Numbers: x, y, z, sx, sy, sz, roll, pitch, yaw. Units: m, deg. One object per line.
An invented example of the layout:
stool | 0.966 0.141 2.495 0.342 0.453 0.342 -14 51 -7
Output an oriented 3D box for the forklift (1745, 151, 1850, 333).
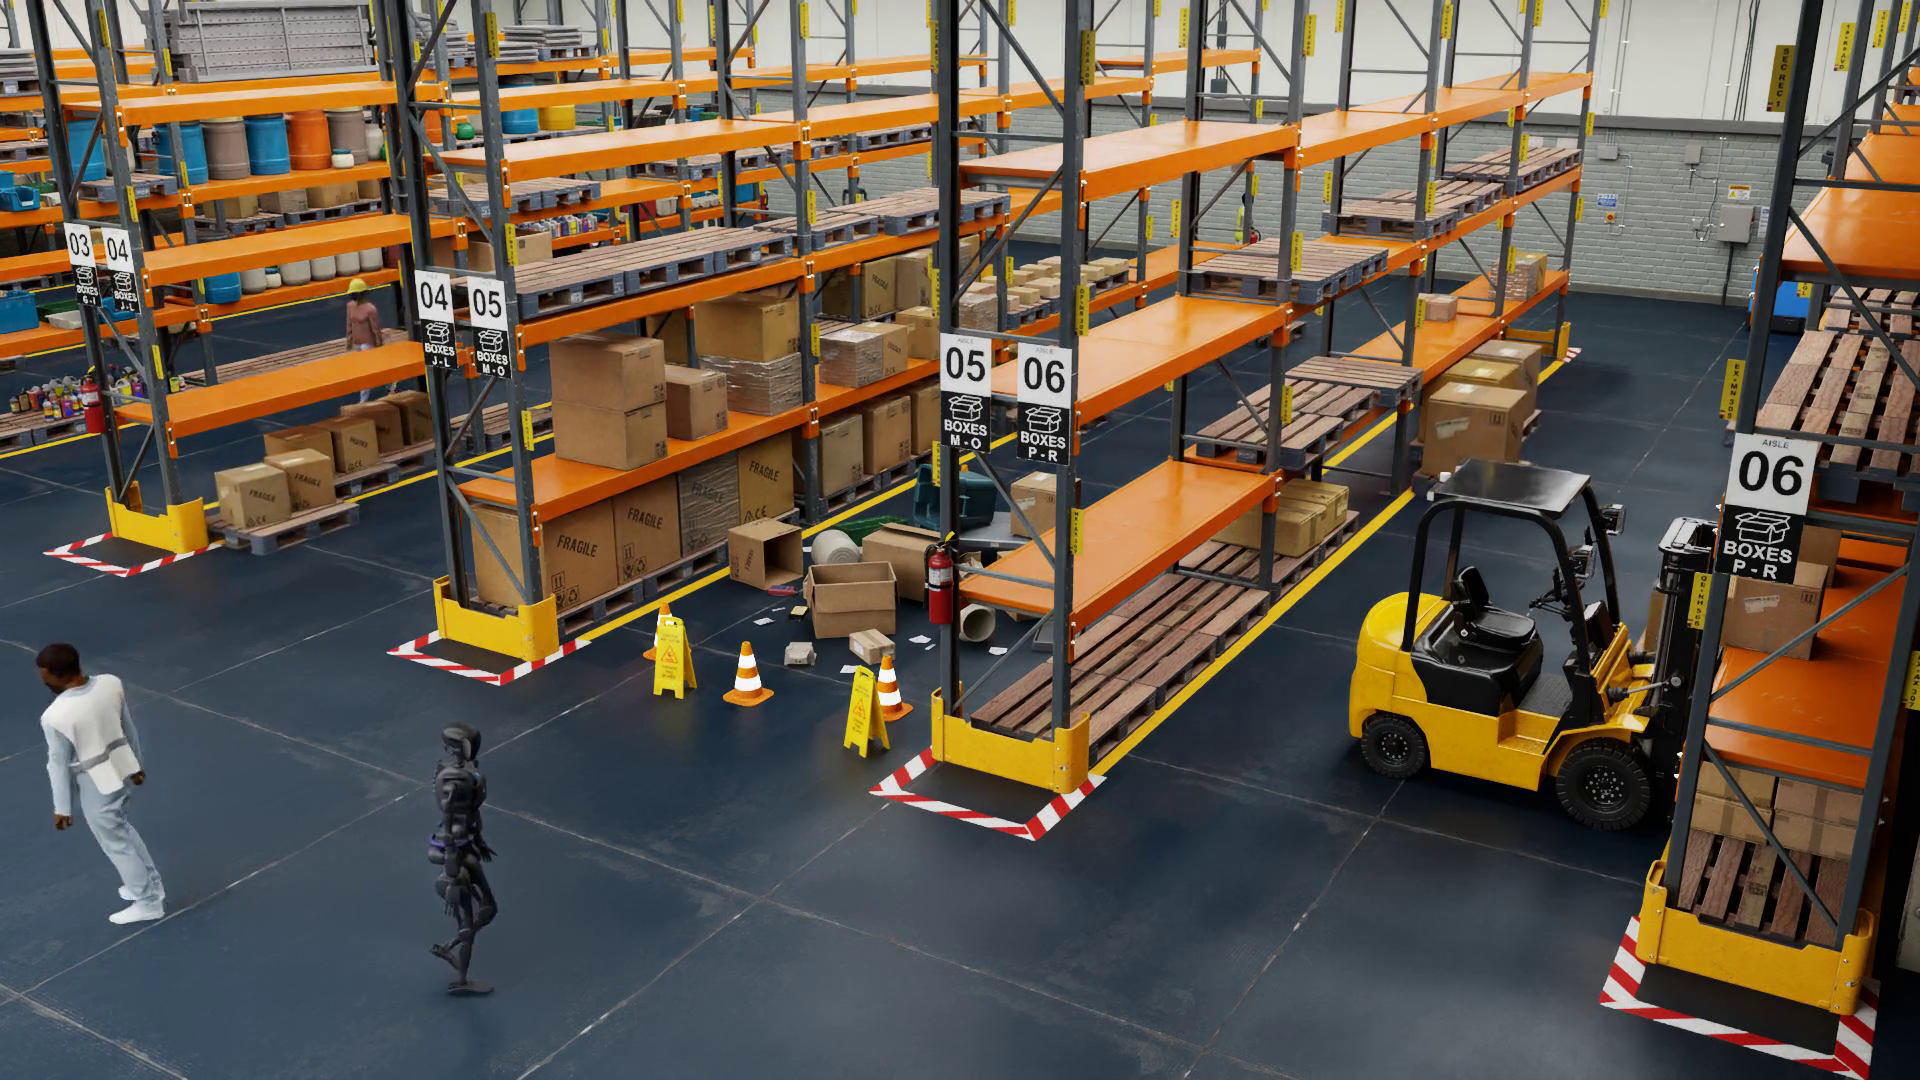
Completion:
forklift | 13.620 -4.667 26.137 1.873 2.768 1.129 11 22 29

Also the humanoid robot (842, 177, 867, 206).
humanoid robot | -2.137 -6.464 33.225 0.608 1.628 0.787 -10 21 -26

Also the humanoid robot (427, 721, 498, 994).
humanoid robot | -2.840 1.779 9.314 0.437 1.636 0.615 -1 19 -1

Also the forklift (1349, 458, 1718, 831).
forklift | 3.988 0.658 11.776 2.313 2.155 1.214 11 22 29

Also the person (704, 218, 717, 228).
person | -5.241 -7.062 34.865 0.489 1.688 0.351 -6 20 -18

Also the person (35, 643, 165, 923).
person | -5.129 1.461 9.925 0.461 1.885 0.643 2 19 5

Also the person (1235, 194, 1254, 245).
person | 5.191 -5.514 30.385 0.319 1.687 0.538 -2 19 -5

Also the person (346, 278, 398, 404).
person | -7.784 -2.605 21.892 0.519 1.737 0.794 13 23 32
